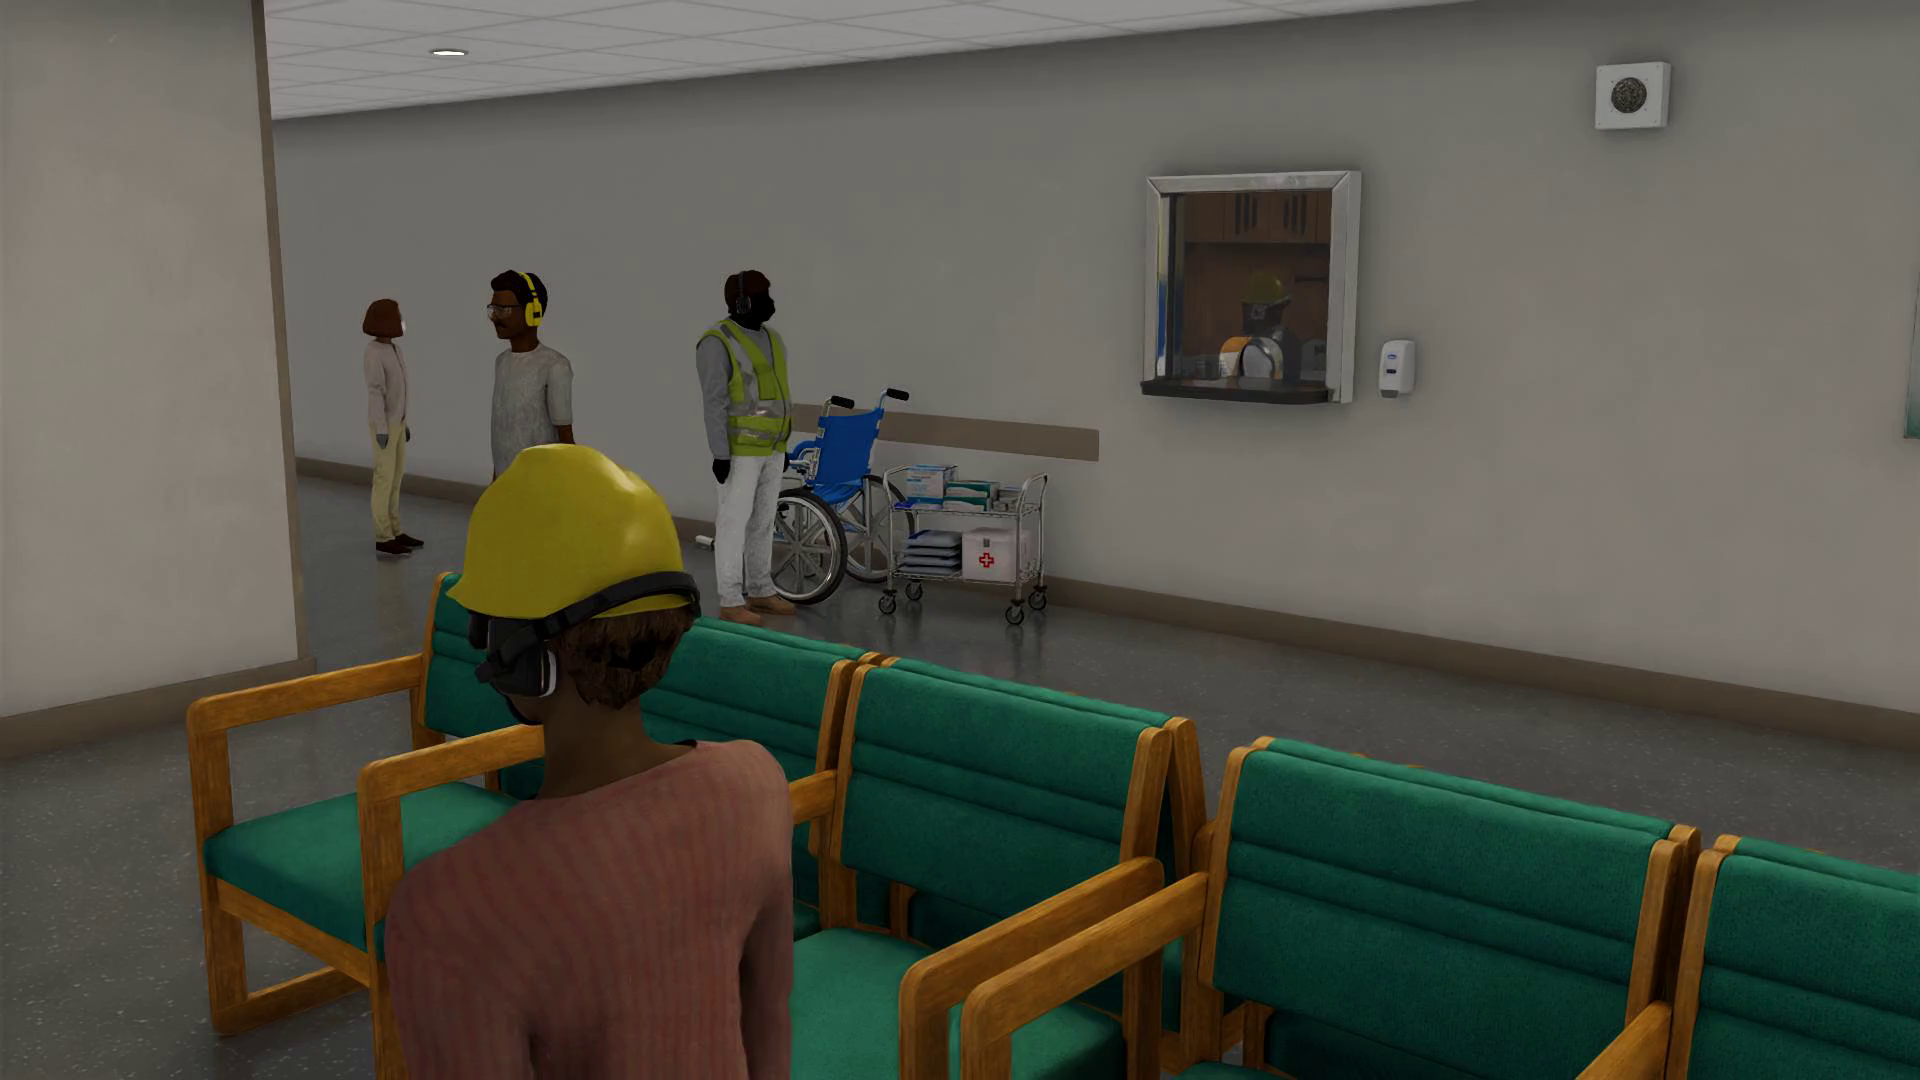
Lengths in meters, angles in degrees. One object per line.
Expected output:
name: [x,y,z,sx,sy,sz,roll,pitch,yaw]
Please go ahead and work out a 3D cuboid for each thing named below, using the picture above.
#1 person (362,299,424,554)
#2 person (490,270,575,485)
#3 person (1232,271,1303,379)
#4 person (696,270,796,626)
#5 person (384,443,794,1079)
person: [-3.670,-0.731,10.729,0.277,1.636,0.507,0,10,-2]
person: [-1.772,-0.157,6.798,0.510,1.872,0.328,8,13,39]
person: [1.620,-0.526,8.999,0.404,1.833,0.589,5,11,28]
person: [-1.090,-0.479,8.703,0.429,1.844,0.633,5,11,27]
person: [-0.366,0.782,1.744,0.329,1.769,0.526,6,12,32]
